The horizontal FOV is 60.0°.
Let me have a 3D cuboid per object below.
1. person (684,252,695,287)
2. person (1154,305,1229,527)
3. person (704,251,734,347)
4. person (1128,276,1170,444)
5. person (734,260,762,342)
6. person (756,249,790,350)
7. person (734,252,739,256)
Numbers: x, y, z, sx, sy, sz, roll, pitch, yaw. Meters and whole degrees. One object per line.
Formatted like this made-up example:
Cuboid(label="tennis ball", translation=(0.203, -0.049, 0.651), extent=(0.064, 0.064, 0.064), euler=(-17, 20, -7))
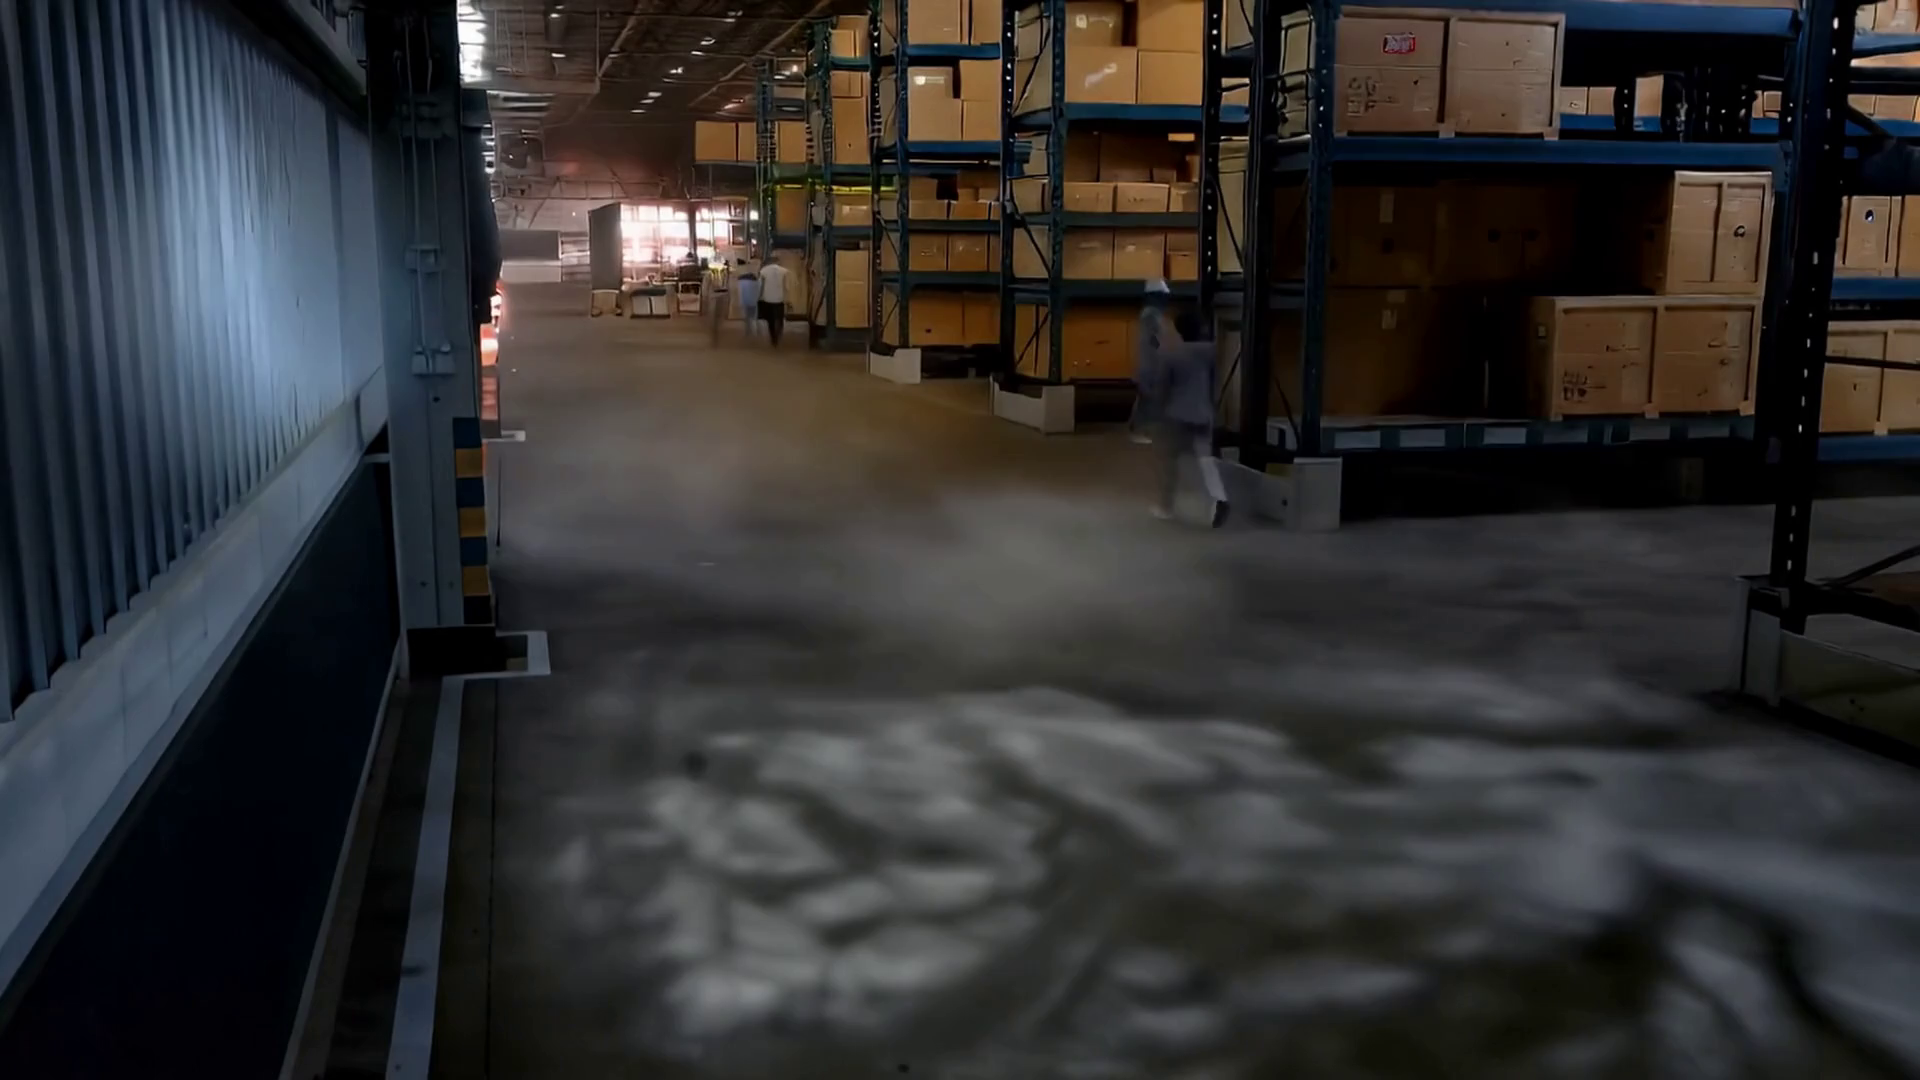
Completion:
Cuboid(label="person", translation=(-9.079, -8.712, 55.670), extent=(0.404, 1.829, 0.600), euler=(3, 10, 16))
Cuboid(label="person", translation=(1.688, -0.897, 12.050), extent=(0.507, 1.603, 0.777), euler=(-4, 11, -20))
Cuboid(label="person", translation=(-4.885, -4.889, 33.739), extent=(0.622, 1.934, 0.638), euler=(-2, 10, -12))
Cuboid(label="person", translation=(2.045, -1.827, 17.014), extent=(0.710, 1.715, 0.502), euler=(3, 10, 16))
Cuboid(label="person", translation=(-4.551, -5.096, 35.498), extent=(0.565, 1.718, 0.792), euler=(-5, 11, -25))
Cuboid(label="person", translation=(-3.687, -4.724, 32.708), extent=(0.653, 1.960, 0.890), euler=(-2, 10, -13))
Cuboid(label="person", translation=(-8.614, -10.149, 63.916), extent=(0.965, 1.797, 0.584), euler=(-3, 11, -18))
